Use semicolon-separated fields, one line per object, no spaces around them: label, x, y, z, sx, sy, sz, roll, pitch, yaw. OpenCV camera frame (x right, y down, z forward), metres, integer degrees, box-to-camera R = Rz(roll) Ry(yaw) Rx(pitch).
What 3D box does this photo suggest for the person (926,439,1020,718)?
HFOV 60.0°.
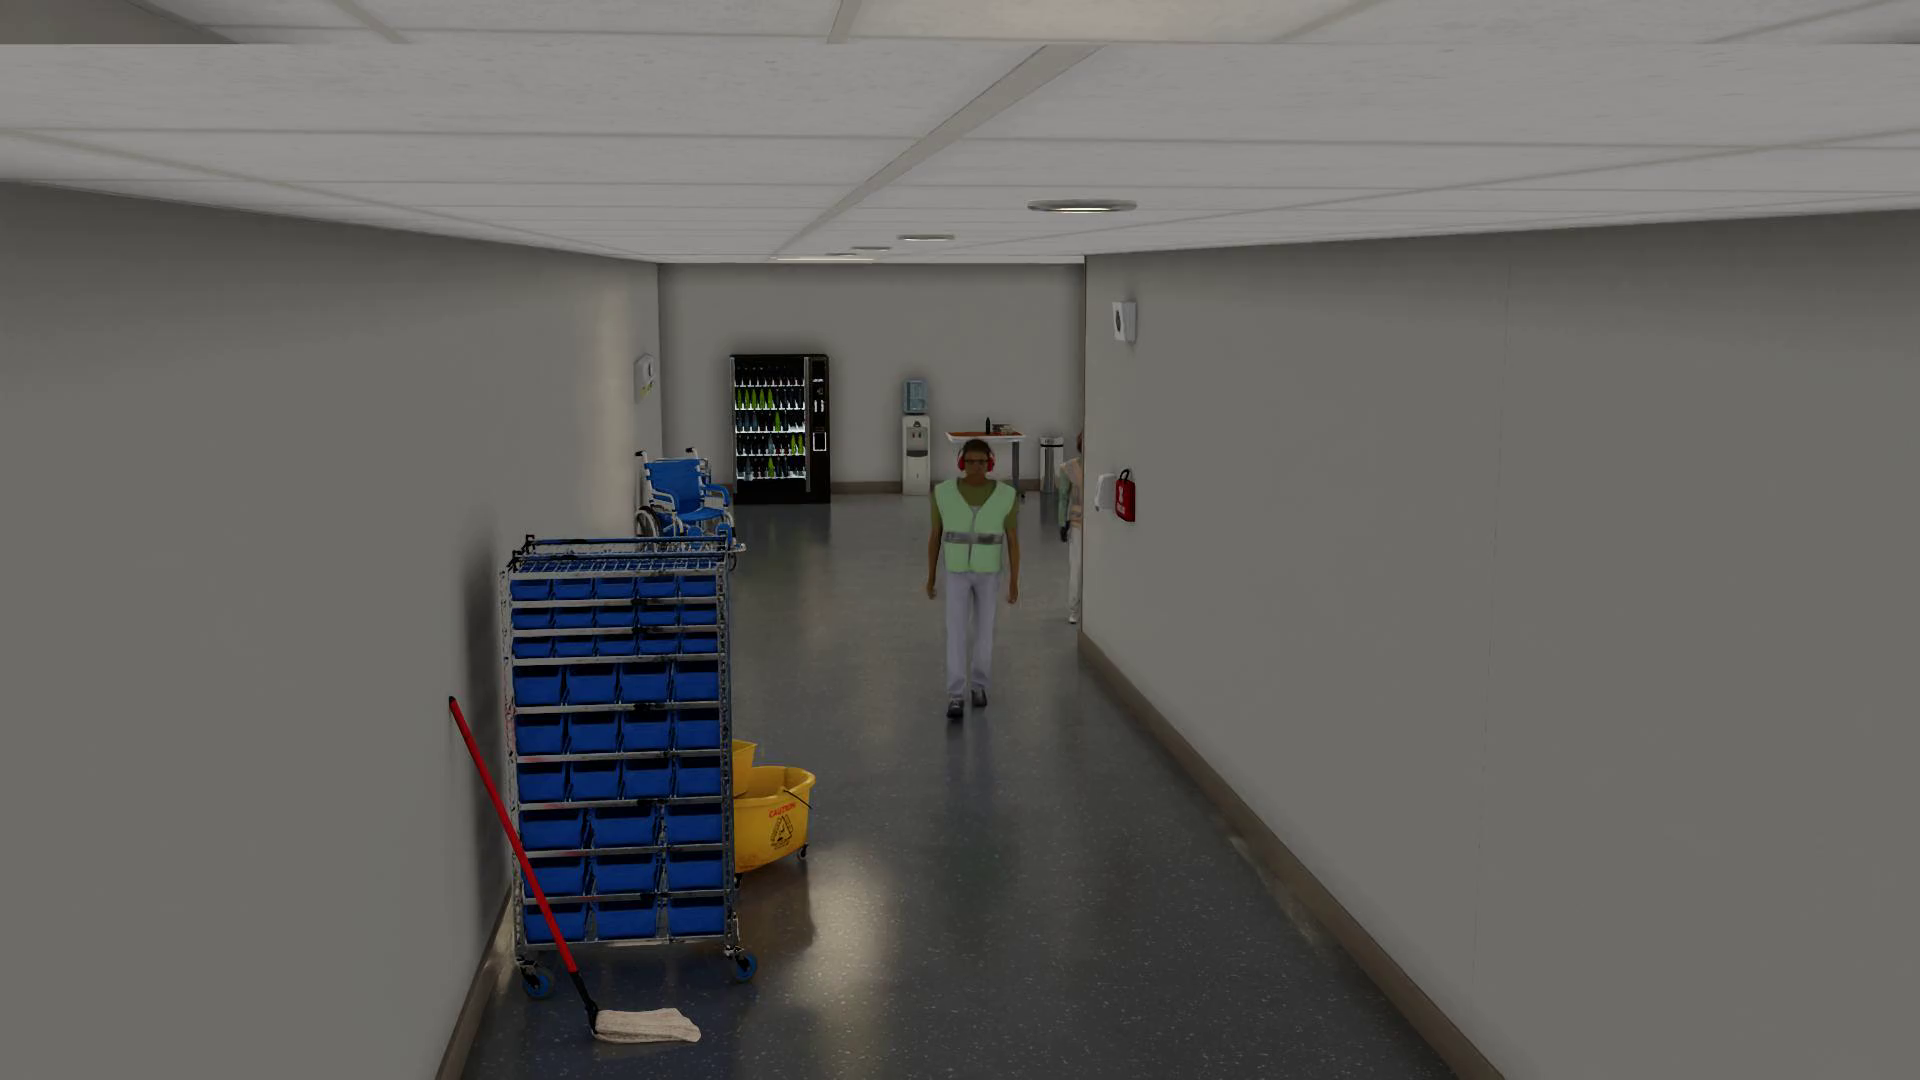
person;0.085;0.256;10.831;0.613;1.810;0.873;0;9;-2
